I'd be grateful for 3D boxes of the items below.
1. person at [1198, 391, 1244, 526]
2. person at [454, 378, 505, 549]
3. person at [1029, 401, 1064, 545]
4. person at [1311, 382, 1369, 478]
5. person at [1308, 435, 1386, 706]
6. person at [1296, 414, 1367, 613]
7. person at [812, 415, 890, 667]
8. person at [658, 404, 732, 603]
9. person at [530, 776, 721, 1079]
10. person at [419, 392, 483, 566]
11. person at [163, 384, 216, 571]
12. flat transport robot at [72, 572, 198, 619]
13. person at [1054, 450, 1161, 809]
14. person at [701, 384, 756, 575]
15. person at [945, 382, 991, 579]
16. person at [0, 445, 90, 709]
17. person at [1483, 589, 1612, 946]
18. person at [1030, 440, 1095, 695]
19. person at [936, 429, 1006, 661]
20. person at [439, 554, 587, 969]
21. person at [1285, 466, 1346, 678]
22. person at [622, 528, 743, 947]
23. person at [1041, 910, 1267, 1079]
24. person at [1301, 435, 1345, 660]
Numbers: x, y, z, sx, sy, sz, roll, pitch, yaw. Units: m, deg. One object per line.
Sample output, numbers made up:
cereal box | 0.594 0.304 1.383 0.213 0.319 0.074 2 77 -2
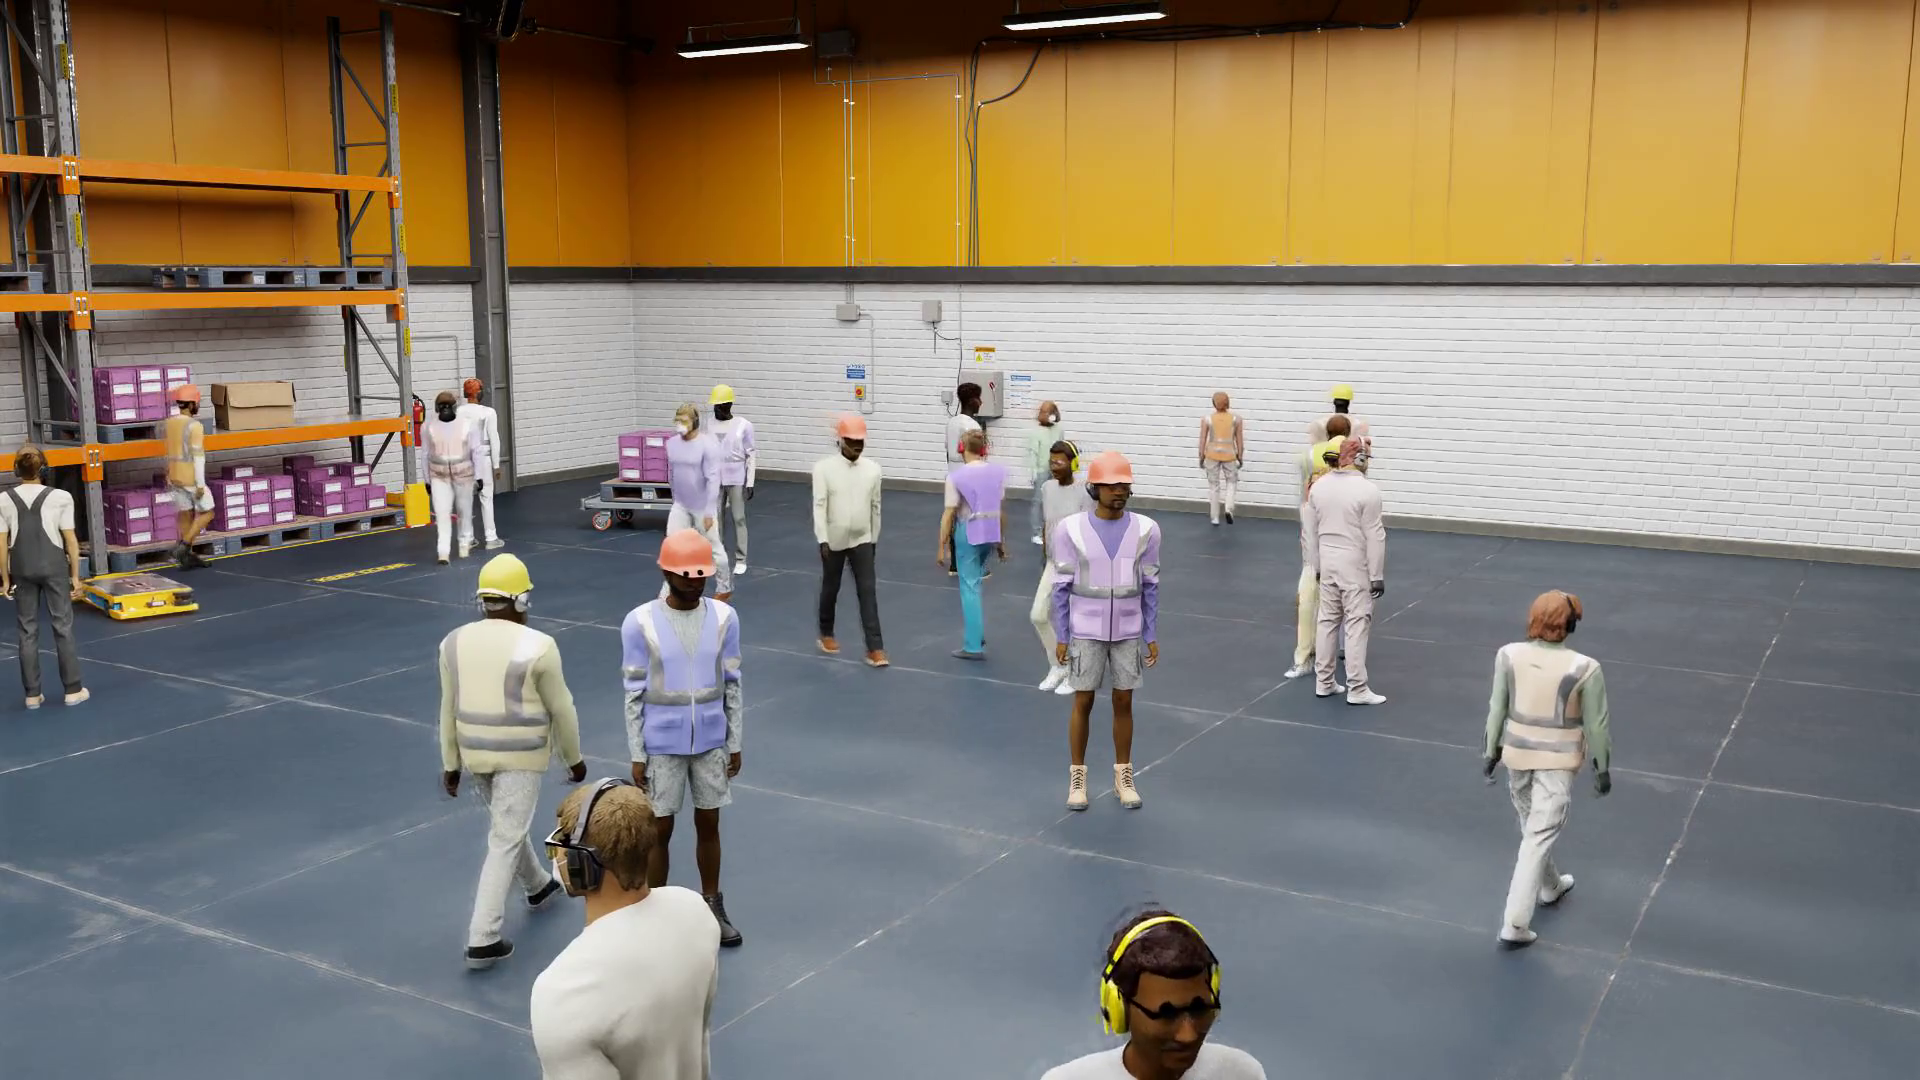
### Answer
person | 3.126 -0.975 19.956 0.544 1.625 0.352 1 9 6
person | -5.330 -0.834 18.318 0.575 1.882 0.361 2 9 11
person | 0.976 -0.737 18.549 0.515 1.620 0.468 -6 11 -32
person | 3.919 -0.671 17.210 0.594 1.911 0.505 4 10 24
person | 2.759 0.210 11.752 0.406 1.902 0.639 -6 11 -34
person | 3.231 -0.189 14.556 0.628 1.815 0.784 6 11 33
person | -0.879 -0.012 13.023 0.611 1.946 1.012 -4 10 -22
person | -2.393 -0.280 14.881 0.649 1.880 1.041 5 10 30
person | -0.757 1.473 3.743 0.362 1.939 0.635 3 10 18
person | -5.333 -0.651 17.468 0.637 1.796 0.957 -2 9 -13
person | -7.849 -0.625 16.897 0.546 1.922 0.501 5 10 28
flat transport robot | -7.495 0.489 15.076 0.652 0.197 1.431 -8 12 -42
person | 0.834 0.511 9.414 0.608 2.048 0.366 -1 9 -6
person | -2.356 -0.606 16.762 0.595 1.923 0.372 3 9 16
person | 0.081 -0.587 16.549 0.388 1.965 0.627 -4 10 -26
person | -6.424 0.259 11.616 0.505 1.845 0.346 -3 10 -17
person | 2.706 1.021 7.654 0.888 1.588 0.545 -9 13 -43
person | 0.734 0.205 11.912 0.548 1.850 0.488 9 12 43
person | 0.069 0.036 13.079 0.616 1.813 0.510 -8 12 -42
person | -2.017 0.950 7.510 0.595 1.772 0.973 3 10 21
person | 2.817 0.222 12.653 0.506 1.597 0.857 9 13 44
person | -1.208 0.895 7.389 0.545 1.929 0.388 -4 10 -26
person | 0.400 1.607 3.275 0.524 1.825 0.986 -3 10 -19
person | 2.945 0.060 13.103 0.528 1.768 0.313 4 10 26
